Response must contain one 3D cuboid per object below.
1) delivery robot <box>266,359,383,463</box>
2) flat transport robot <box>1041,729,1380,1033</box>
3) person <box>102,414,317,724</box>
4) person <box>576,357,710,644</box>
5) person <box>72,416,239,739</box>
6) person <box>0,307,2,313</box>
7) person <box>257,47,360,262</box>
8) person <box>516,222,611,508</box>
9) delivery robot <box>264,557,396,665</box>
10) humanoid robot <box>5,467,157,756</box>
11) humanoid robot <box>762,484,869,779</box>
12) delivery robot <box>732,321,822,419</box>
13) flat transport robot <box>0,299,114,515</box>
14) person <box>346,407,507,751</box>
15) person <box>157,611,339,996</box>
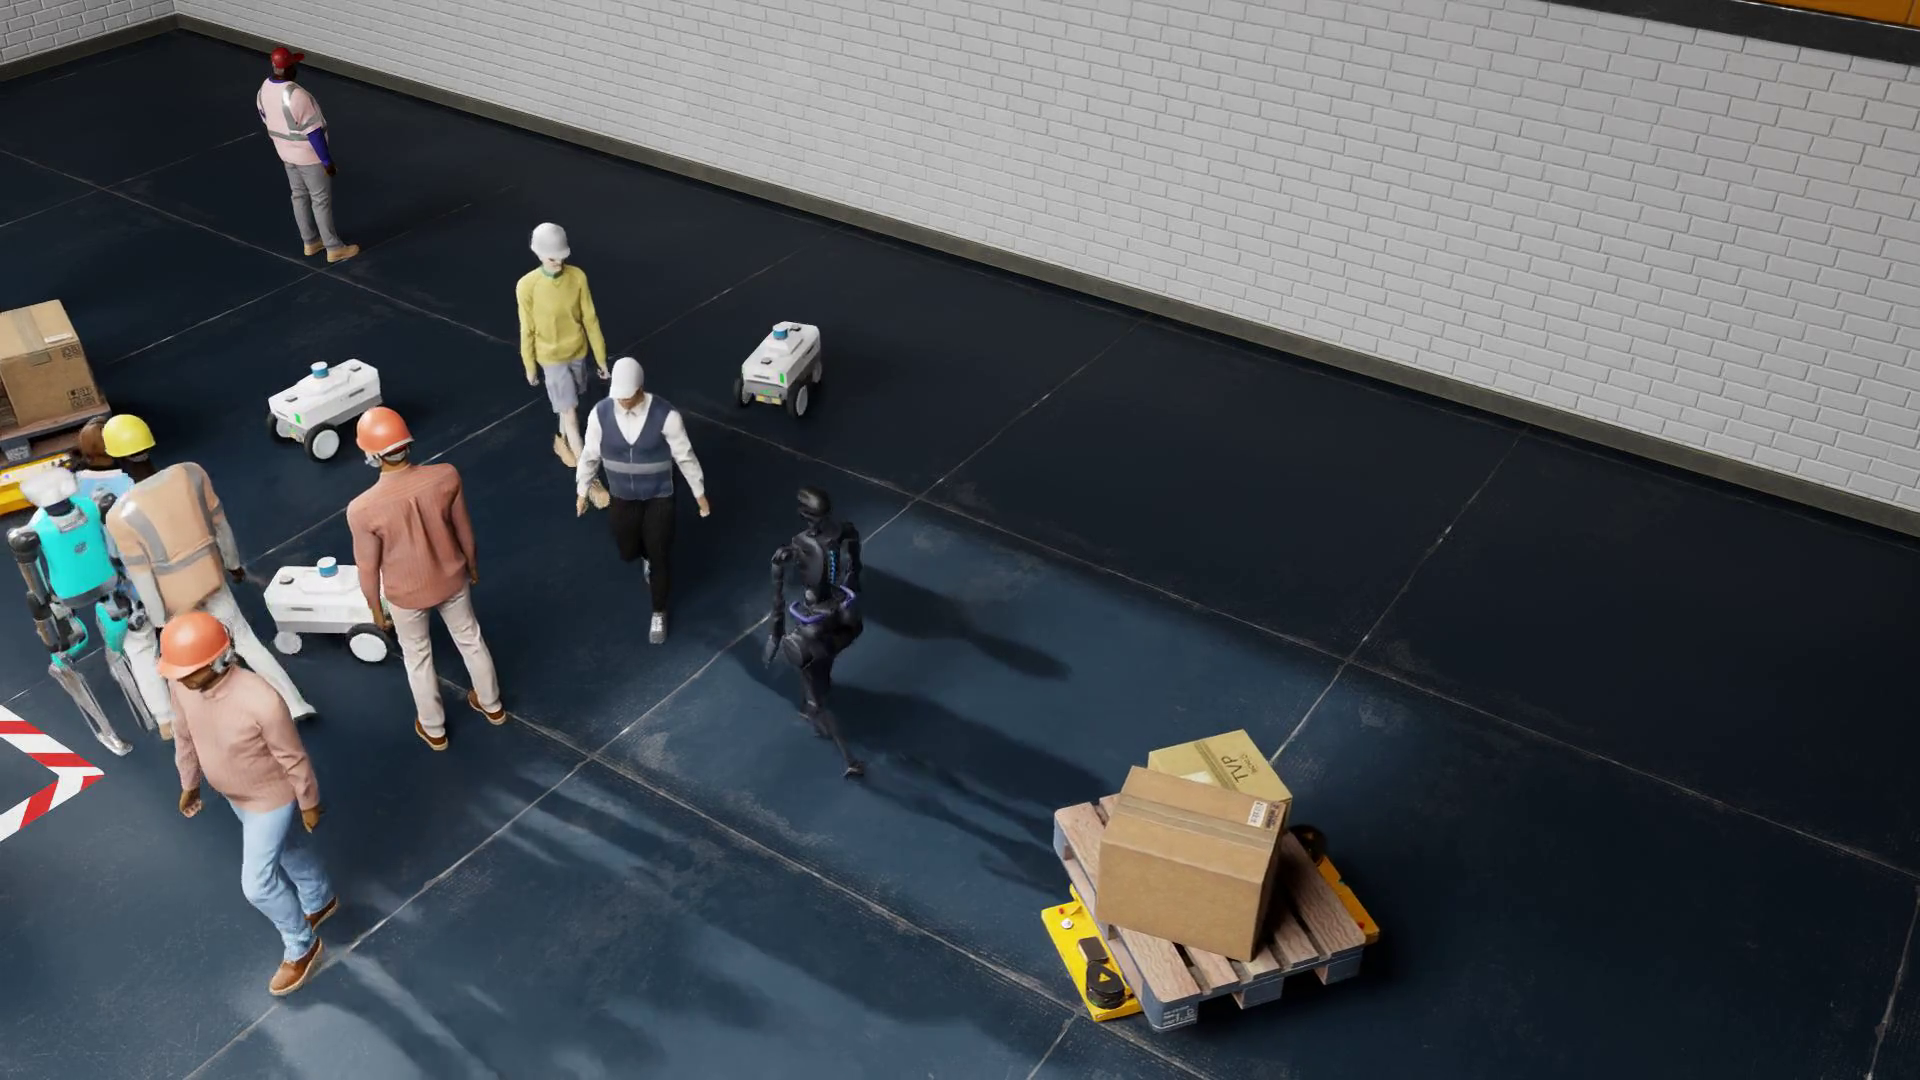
[{"bbox_3d":[-4.322,-0.911,11.322,0.500,0.602,0.774,23,41,29],"label":"delivery robot"},{"bbox_3d":[1.163,1.764,7.742,1.431,0.231,0.659,-11,37,-16],"label":"flat transport robot"},{"bbox_3d":[-3.877,0.238,8.522,0.826,1.889,0.606,16,38,22],"label":"person"},{"bbox_3d":[-1.785,-0.286,9.390,0.751,1.739,0.619,1,35,1],"label":"person"},{"bbox_3d":[-4.260,0.166,8.678,0.646,1.812,0.669,-4,35,-6],"label":"person"},{"bbox_3d":[-7.378,-2.259,12.100,0.516,1.865,0.320,-16,38,-22],"label":"person"},{"bbox_3d":[-5.271,-3.105,13.405,0.622,1.753,0.420,20,39,26],"label":"person"},{"bbox_3d":[-2.486,-1.158,10.554,0.494,1.832,0.961,-26,42,-32],"label":"person"},{"bbox_3d":[-3.522,0.373,9.494,0.793,0.610,0.499,1,35,2],"label":"delivery robot"},{"bbox_3d":[-4.494,0.385,8.491,0.686,1.848,0.539,23,41,29],"label":"humanoid robot"},{"bbox_3d":[-0.673,0.475,8.403,0.589,1.638,0.727,-26,42,-32],"label":"humanoid robot"},{"bbox_3d":[-1.266,-1.226,11.769,0.499,0.599,0.774,11,36,15],"label":"delivery robot"},{"bbox_3d":[-6.349,-0.632,11.167,0.659,0.231,1.431,-21,40,-27],"label":"flat transport robot"},{"bbox_3d":[-2.744,0.203,8.482,0.622,1.985,0.404,-24,42,-30],"label":"person"},{"bbox_3d":[-3.118,1.116,7.190,0.624,1.966,0.709,20,39,26],"label":"person"}]
